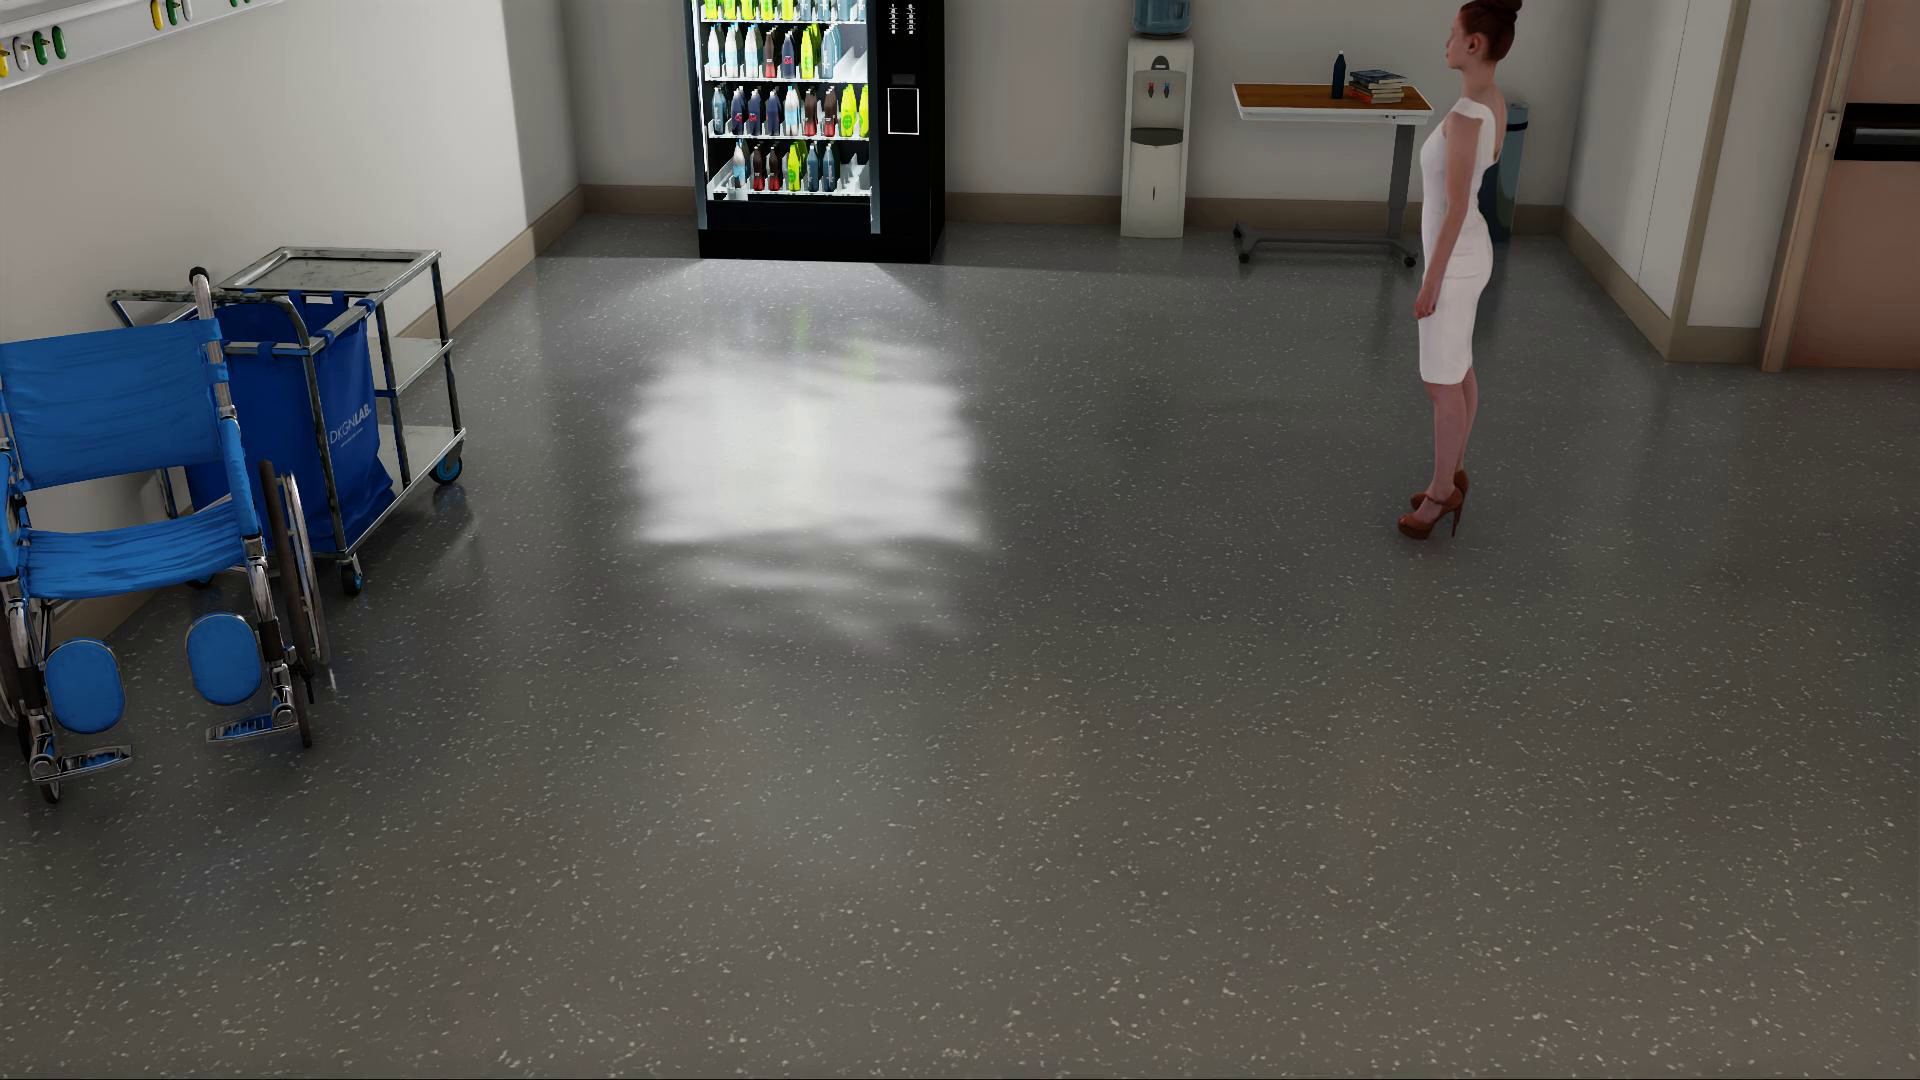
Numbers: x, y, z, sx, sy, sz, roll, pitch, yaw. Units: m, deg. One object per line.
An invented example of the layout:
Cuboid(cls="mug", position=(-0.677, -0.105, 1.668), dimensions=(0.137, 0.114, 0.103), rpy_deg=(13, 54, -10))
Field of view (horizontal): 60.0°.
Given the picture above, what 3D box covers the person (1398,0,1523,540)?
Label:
Cuboid(cls="person", position=(1.600, -0.851, 5.361), dimensions=(0.617, 1.793, 0.644), rpy_deg=(12, 28, 24))
